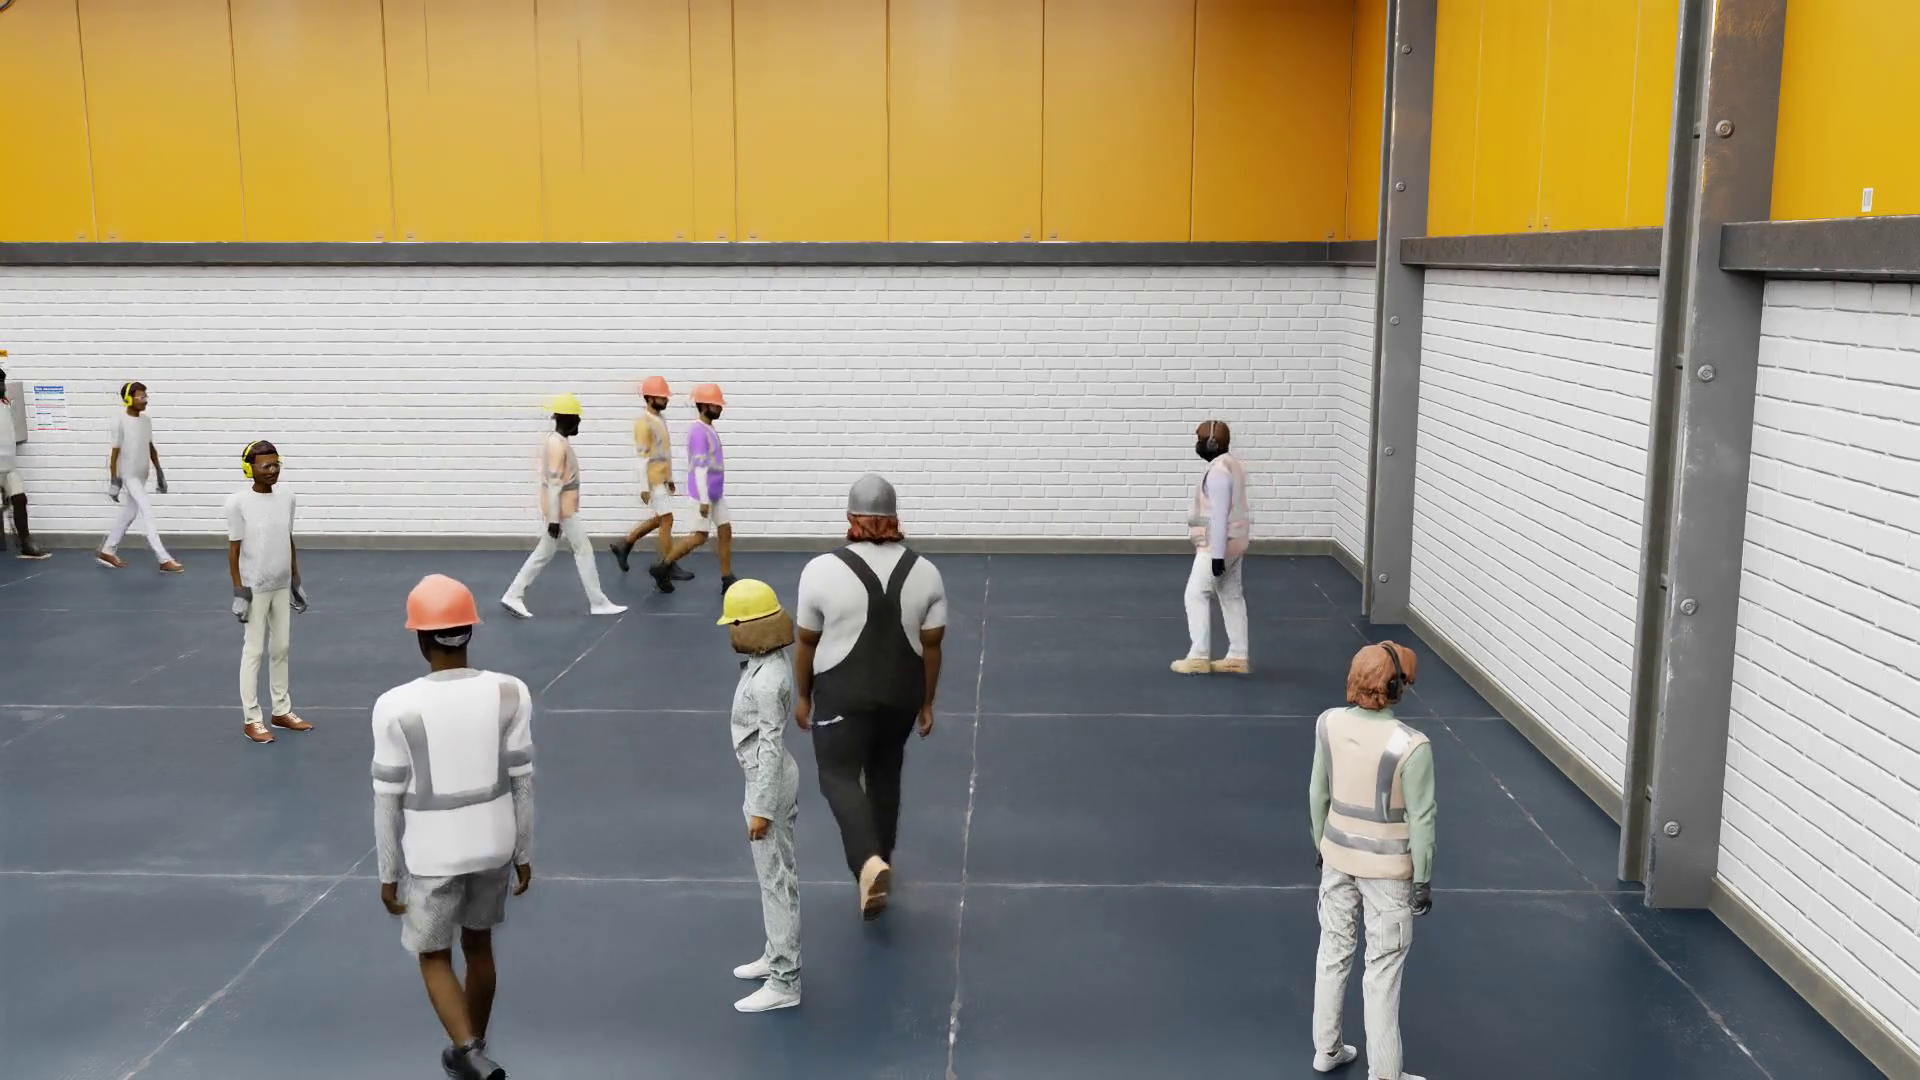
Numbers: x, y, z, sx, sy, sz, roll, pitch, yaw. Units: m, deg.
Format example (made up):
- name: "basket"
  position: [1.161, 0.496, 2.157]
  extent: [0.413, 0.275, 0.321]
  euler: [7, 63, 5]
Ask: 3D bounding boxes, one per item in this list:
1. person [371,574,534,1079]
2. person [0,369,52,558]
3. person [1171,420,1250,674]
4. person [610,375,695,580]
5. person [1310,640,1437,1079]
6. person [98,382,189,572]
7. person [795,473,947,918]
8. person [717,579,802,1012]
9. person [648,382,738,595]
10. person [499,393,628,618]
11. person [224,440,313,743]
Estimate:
- name: "person"
  position: [-1.711, 1.077, 5.734]
  extent: [0.543, 1.915, 0.742]
  euler: [-6, 11, -32]
- name: "person"
  position: [-9.547, -0.742, 16.356]
  extent: [0.927, 1.922, 0.613]
  euler: [0, 10, 1]
- name: "person"
  position: [1.788, 0.061, 11.902]
  extent: [0.682, 1.828, 0.671]
  euler: [3, 10, 17]
- name: "person"
  position: [-2.876, -0.574, 15.382]
  extent: [0.763, 1.914, 0.553]
  euler: [1, 10, 4]
- name: "person"
  position: [1.470, 1.171, 5.958]
  extent: [0.310, 1.638, 0.522]
  euler: [-7, 12, -37]
- name: "person"
  position: [-7.864, -0.602, 15.827]
  extent: [0.995, 1.823, 0.538]
  euler: [1, 10, 8]
- name: "person"
  position: [-0.400, 0.683, 7.642]
  extent: [0.686, 2.000, 0.842]
  euler: [-4, 11, -23]
- name: "person"
  position: [-0.798, 1.007, 6.637]
  extent: [0.309, 1.735, 0.484]
  euler: [-1, 10, -5]
- name: "person"
  position: [-2.291, -0.436, 14.605]
  extent: [0.867, 1.908, 0.552]
  euler: [1, 10, 4]
- name: "person"
  position: [-3.342, -0.277, 13.755]
  extent: [1.013, 1.879, 0.598]
  euler: [-3, 10, -16]
- name: "person"
  position: [-4.294, 0.306, 10.352]
  extent: [0.334, 1.870, 0.517]
  euler: [5, 11, 28]
